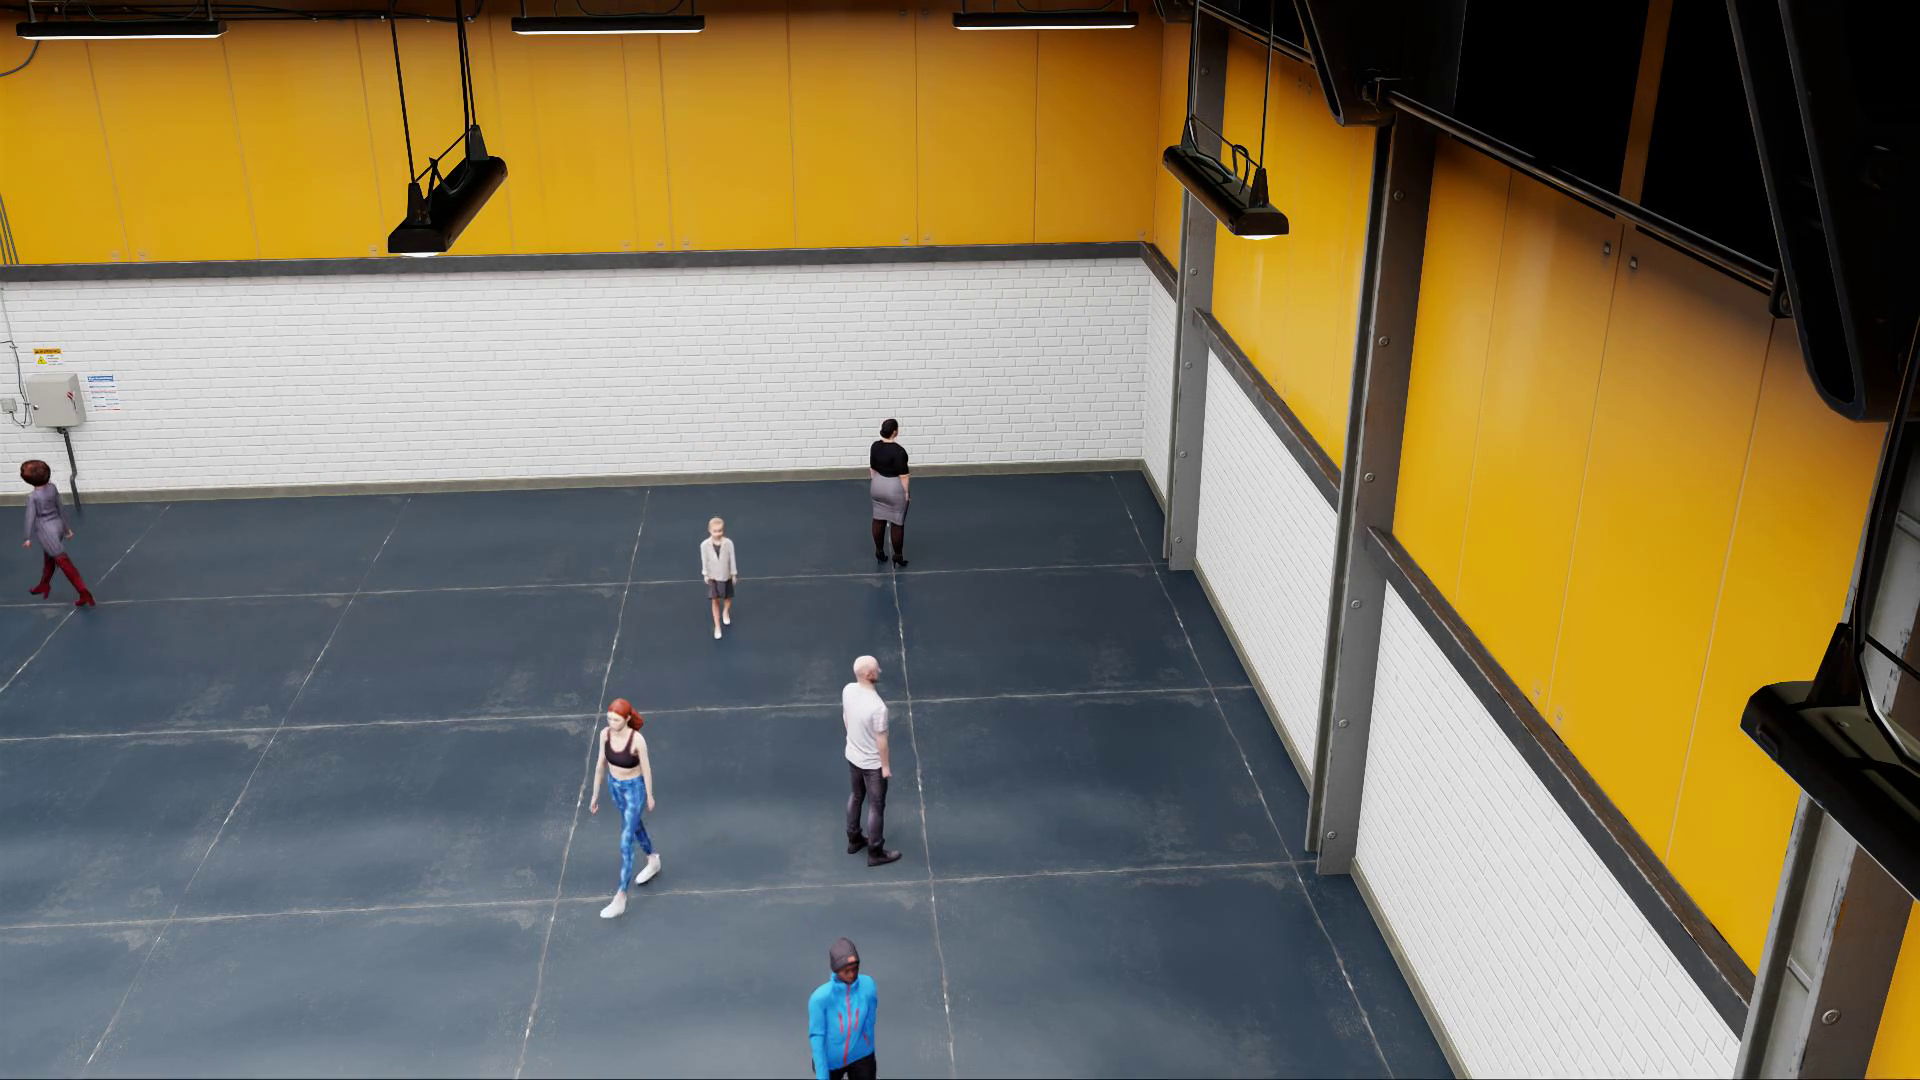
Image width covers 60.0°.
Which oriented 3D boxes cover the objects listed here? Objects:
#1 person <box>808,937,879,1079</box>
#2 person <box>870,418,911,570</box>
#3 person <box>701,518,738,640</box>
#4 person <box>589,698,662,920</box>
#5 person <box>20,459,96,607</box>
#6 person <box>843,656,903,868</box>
[{"bbox_3d":[-0.763,3.197,10.384,0.824,1.745,1.228,-8,25,-18],"label":"person"},{"bbox_3d":[-0.804,-0.543,18.924,0.781,1.758,0.828,16,28,32],"label":"person"},{"bbox_3d":[-2.527,0.346,17.513,0.548,1.260,0.767,-4,24,-10],"label":"person"},{"bbox_3d":[-2.568,2.000,13.123,0.987,1.745,1.177,13,27,27],"label":"person"},{"bbox_3d":[-9.681,-0.023,17.851,0.896,1.665,1.084,5,24,12],"label":"person"},{"bbox_3d":[-0.758,1.774,13.532,0.808,1.831,0.702,-18,29,-35],"label":"person"}]
